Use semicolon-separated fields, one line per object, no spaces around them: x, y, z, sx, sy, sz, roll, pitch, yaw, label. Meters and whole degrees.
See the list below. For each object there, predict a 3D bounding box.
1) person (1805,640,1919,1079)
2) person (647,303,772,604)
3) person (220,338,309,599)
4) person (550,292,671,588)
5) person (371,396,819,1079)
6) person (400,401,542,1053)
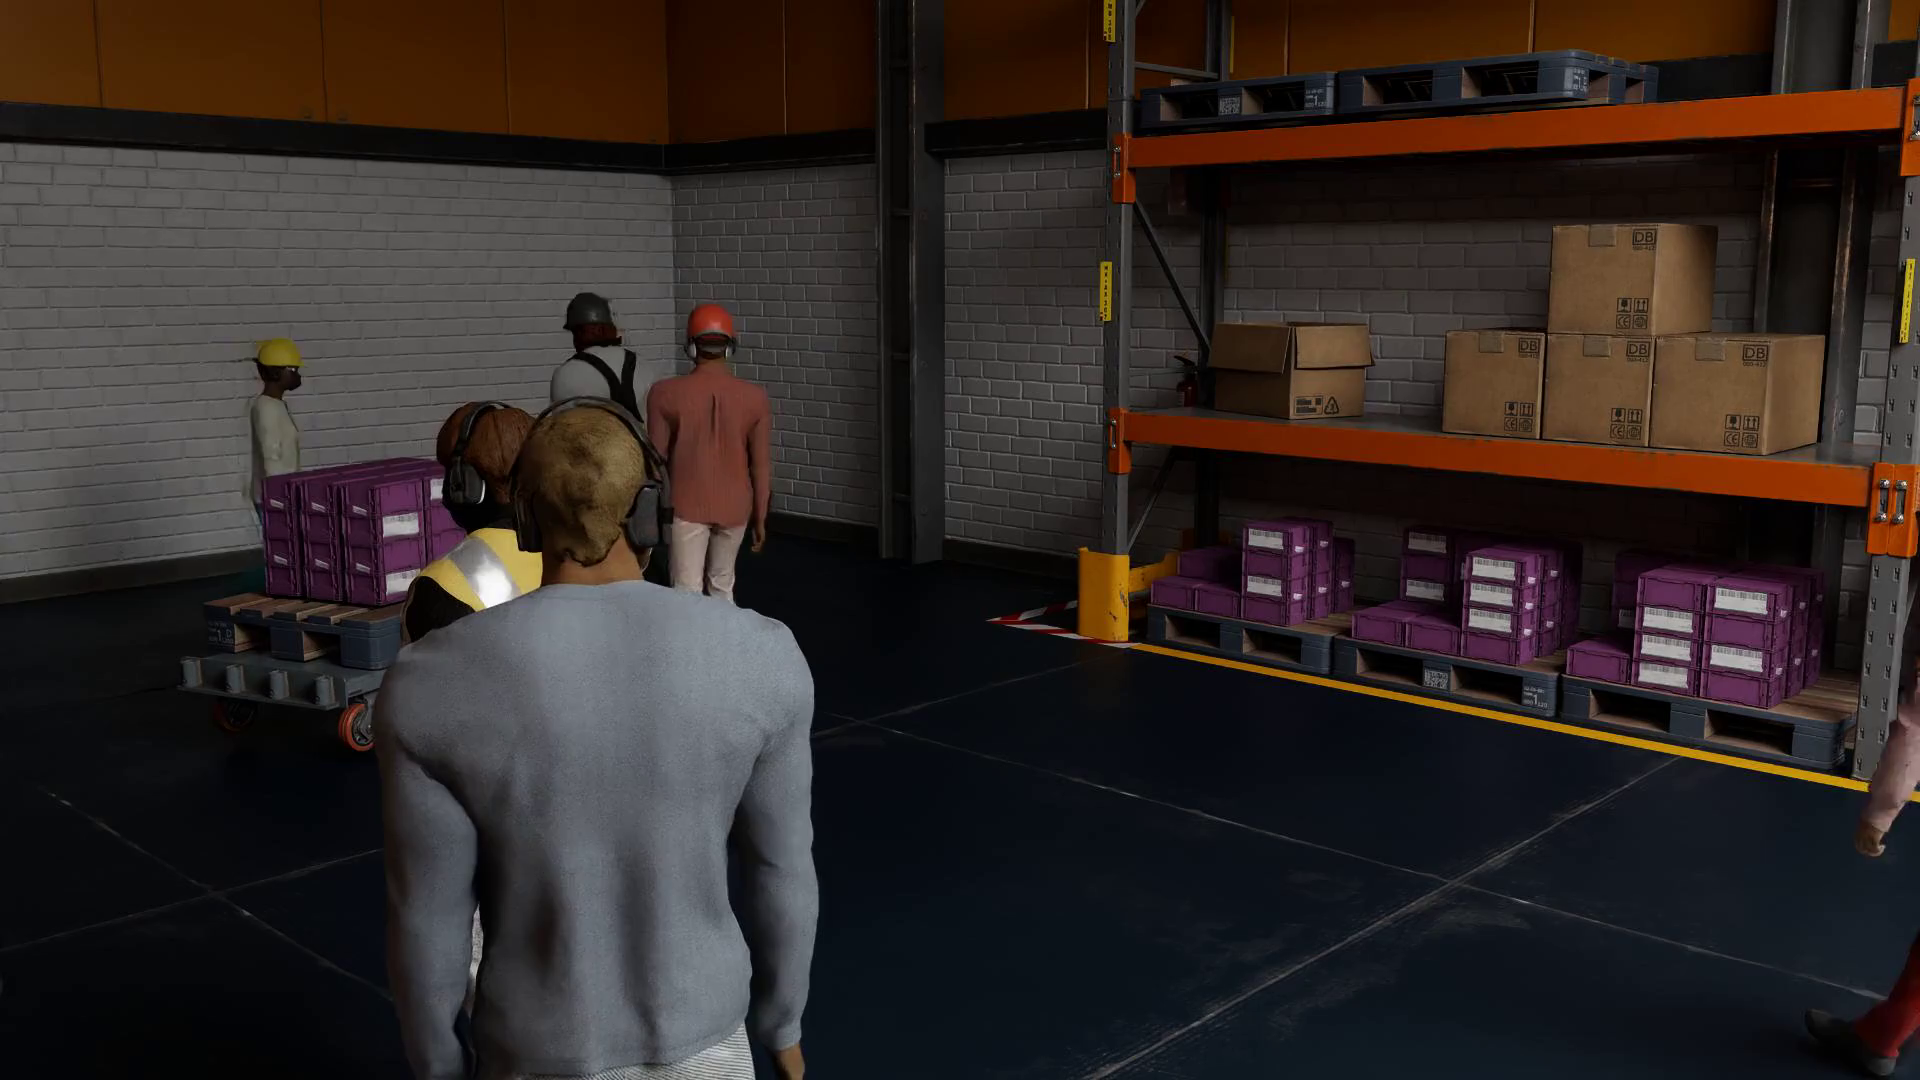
2.439;0.621;3.977;0.542;1.712;0.903;-4;10;-21;person
-1.193;-0.146;7.953;0.619;1.966;0.886;-4;10;-26;person
-3.817;-0.233;9.130;0.576;1.746;0.538;-2;9;-11;person
-1.882;-0.375;9.113;0.798;2.000;0.714;9;13;43;person
-0.523;0.756;2.499;0.630;1.936;0.369;-3;10;-17;person
-0.978;0.618;3.636;0.429;1.841;0.634;4;10;21;person
